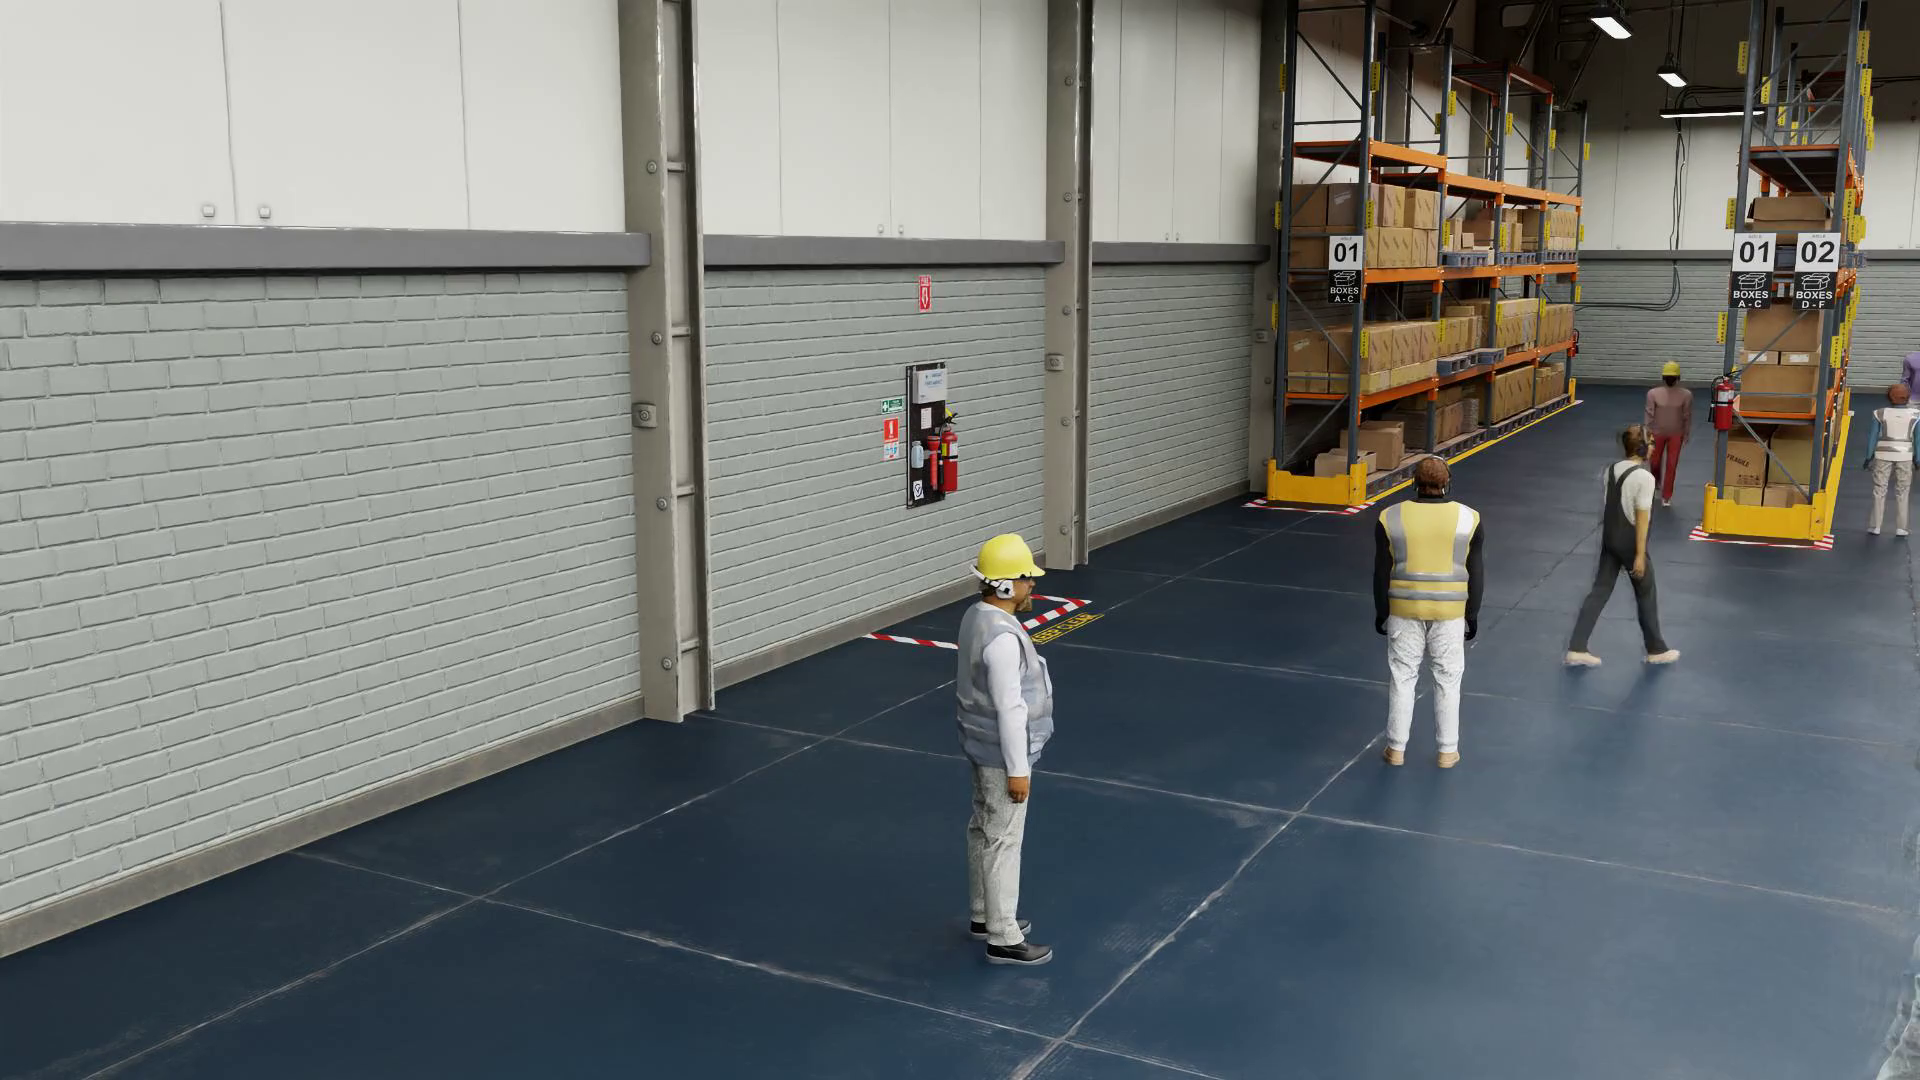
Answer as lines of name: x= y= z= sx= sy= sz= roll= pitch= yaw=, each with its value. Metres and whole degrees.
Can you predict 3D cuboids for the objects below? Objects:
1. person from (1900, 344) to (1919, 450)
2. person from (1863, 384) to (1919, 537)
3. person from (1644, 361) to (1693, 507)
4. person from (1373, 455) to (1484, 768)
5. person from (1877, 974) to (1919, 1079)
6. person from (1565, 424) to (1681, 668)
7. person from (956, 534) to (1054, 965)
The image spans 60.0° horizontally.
person: x=13.526 y=-1.949 z=23.352 sx=0.631 sy=1.940 sz=0.372 roll=9 pitch=13 yaw=41
person: x=9.977 y=-0.845 z=17.782 sx=0.555 sy=1.631 sz=0.328 roll=4 pitch=10 yaw=21
person: x=8.555 y=-1.300 z=20.124 sx=0.529 sy=1.749 sz=0.648 roll=4 pitch=10 yaw=22
person: x=2.734 y=0.422 z=9.753 sx=0.626 sy=1.844 sz=0.429 roll=2 pitch=10 yaw=13
person: x=3.108 y=1.315 z=4.916 sx=0.886 sy=1.691 sz=0.510 roll=7 pitch=12 yaw=34
person: x=4.841 y=0.049 z=12.083 sx=0.951 sy=1.799 sz=0.524 roll=-3 pitch=10 yaw=-19
person: x=0.193 y=0.881 z=7.091 sx=0.404 sy=1.833 sz=0.590 roll=-2 pitch=10 yaw=-13
